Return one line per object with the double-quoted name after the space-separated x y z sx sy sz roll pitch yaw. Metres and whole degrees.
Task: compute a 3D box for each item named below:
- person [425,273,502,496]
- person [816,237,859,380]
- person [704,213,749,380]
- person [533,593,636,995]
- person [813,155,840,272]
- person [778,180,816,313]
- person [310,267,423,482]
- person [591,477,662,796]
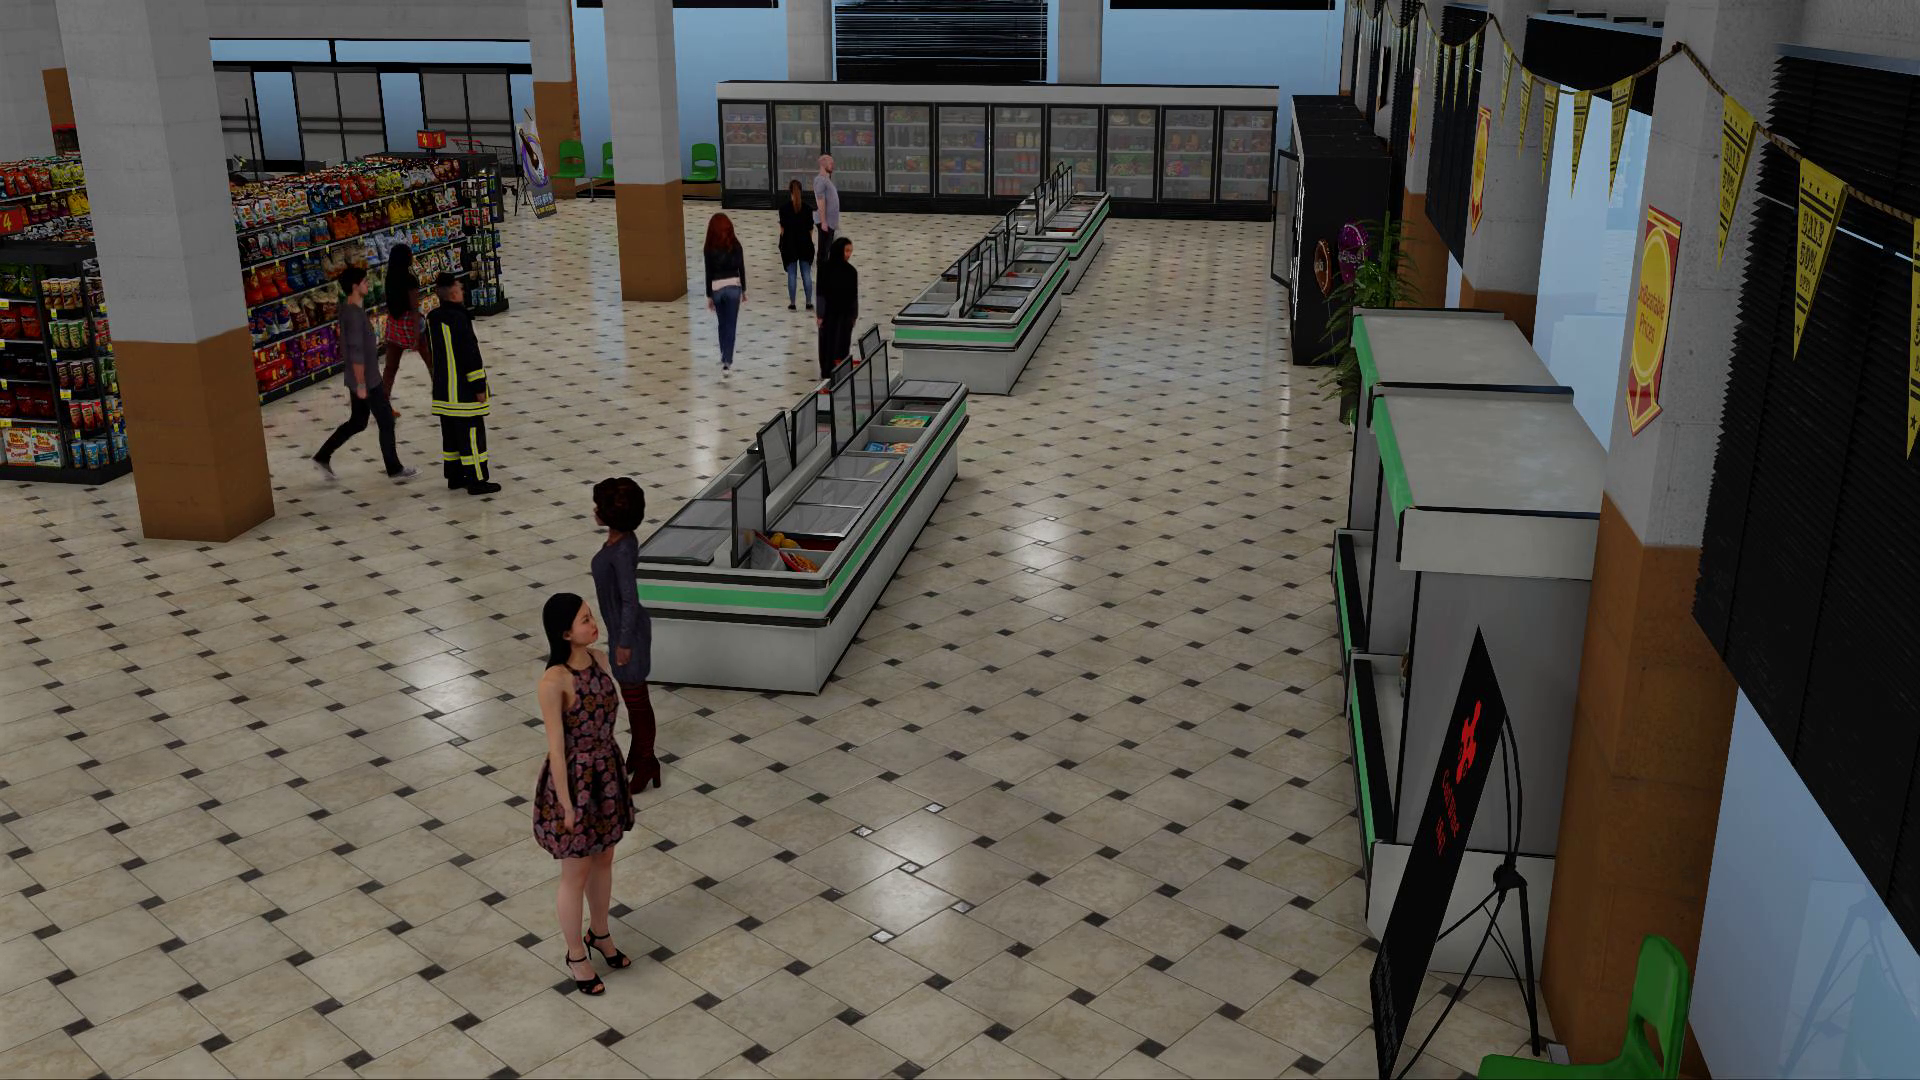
-4.167 -1.312 13.823 0.871 1.859 0.882 15 24 38 "person"
-1.290 -2.345 17.312 0.784 1.589 0.979 -3 19 -8 "person"
-2.484 -2.549 17.672 0.720 1.744 1.281 0 19 1 "person"
-1.560 1.050 6.953 0.786 1.773 0.679 8 20 22 "person"
-1.860 -4.407 23.035 0.750 1.838 0.558 1 19 3 "person"
-2.103 -3.797 21.470 0.701 1.683 0.675 -3 19 -9 "person"
-5.115 -1.350 13.993 1.160 1.823 1.154 -11 21 -28 "person"
-1.735 0.496 8.695 0.711 1.710 0.579 -5 19 -13 "person"
